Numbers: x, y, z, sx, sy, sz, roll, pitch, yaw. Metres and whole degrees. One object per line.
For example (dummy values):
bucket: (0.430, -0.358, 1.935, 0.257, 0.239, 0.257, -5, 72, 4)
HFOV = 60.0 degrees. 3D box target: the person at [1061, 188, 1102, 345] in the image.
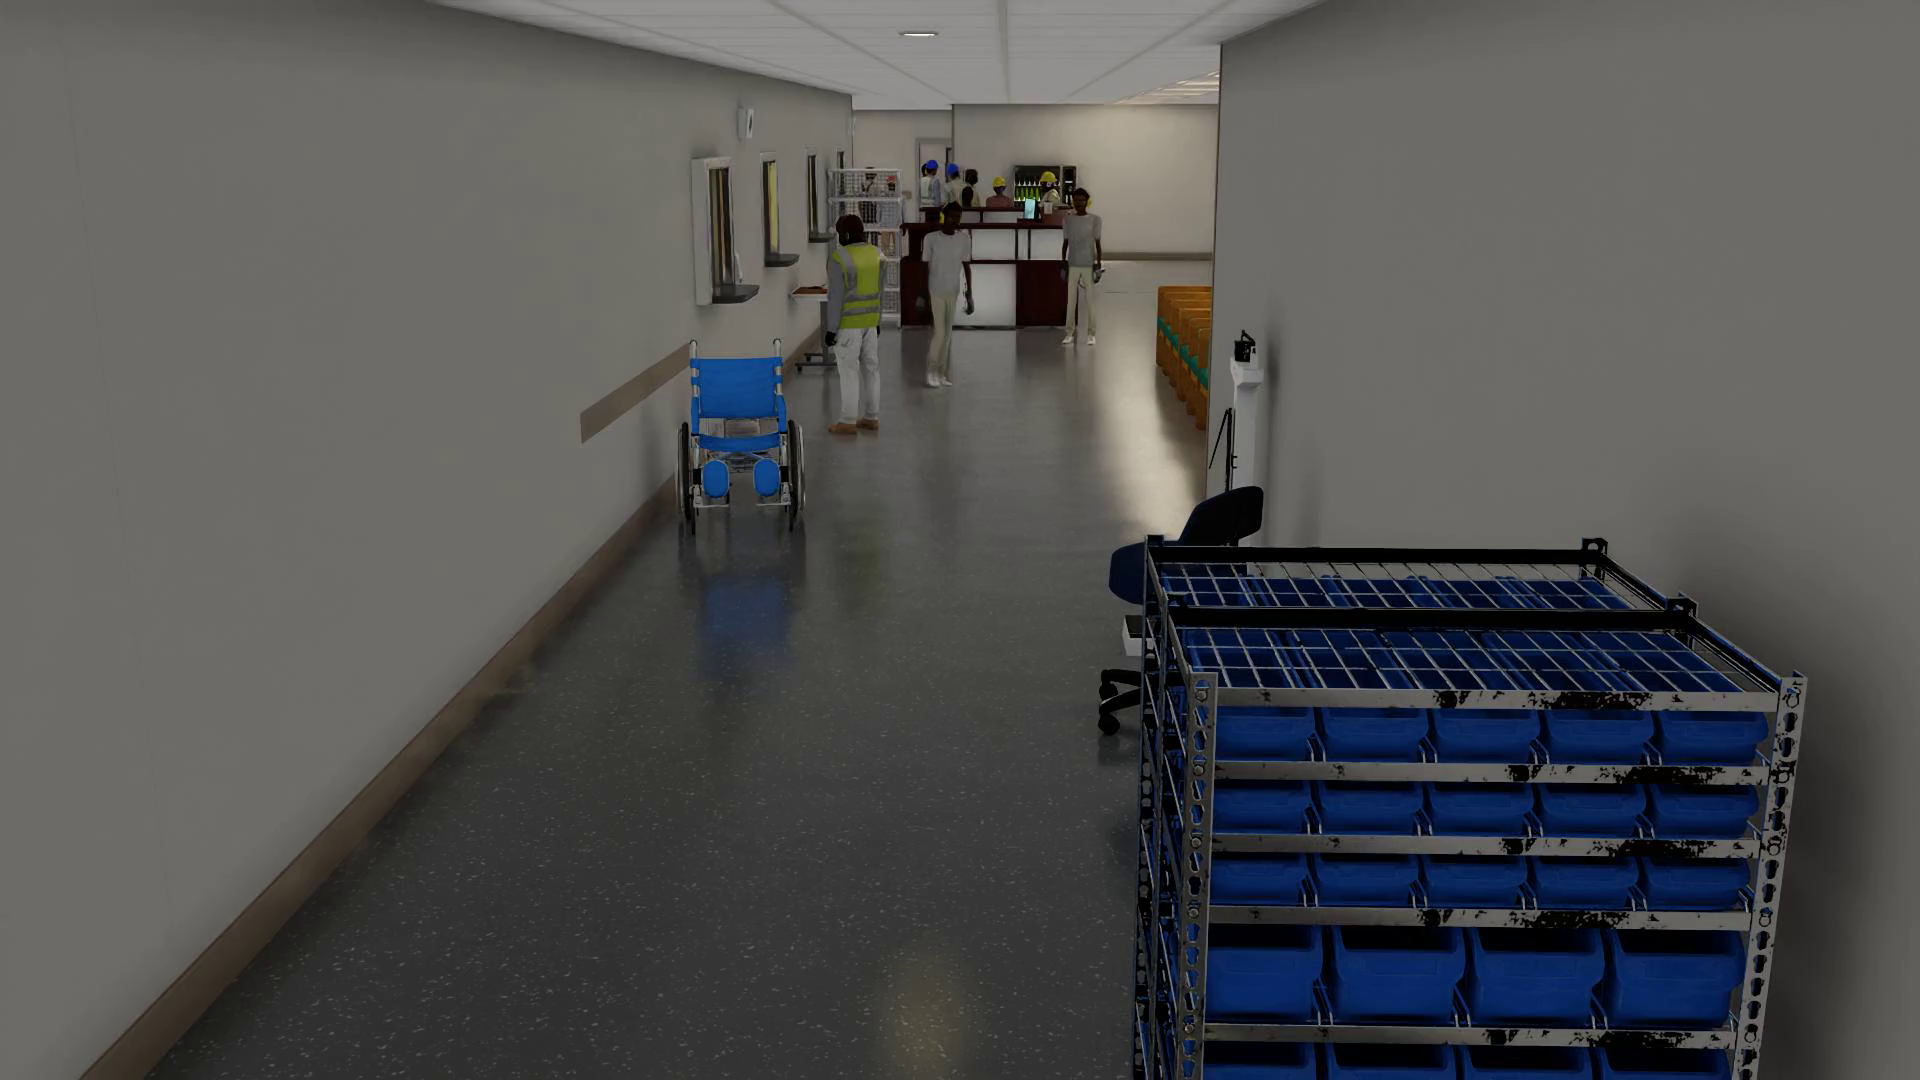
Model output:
person: (1.444, -3.247, 19.799, 0.503, 1.859, 0.329, 4, 15, 18)

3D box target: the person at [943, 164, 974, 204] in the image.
person: (0.006, -6.273, 31.996, 0.678, 1.885, 0.576, -4, 15, -17)

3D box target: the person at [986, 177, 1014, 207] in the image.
person: (0.646, -5.158, 27.732, 0.522, 1.768, 0.311, 5, 15, 19)

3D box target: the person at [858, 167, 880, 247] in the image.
person: (-1.694, -6.140, 31.546, 0.507, 1.846, 0.345, 8, 16, 30)

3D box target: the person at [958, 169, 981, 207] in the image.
person: (0.306, -5.898, 30.613, 0.756, 1.819, 0.654, 0, 14, -2)

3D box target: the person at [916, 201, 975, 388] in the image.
person: (-0.147, -2.420, 16.471, 0.519, 1.838, 0.553, -7, 15, -25)

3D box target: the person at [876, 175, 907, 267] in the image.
person: (-1.214, -5.601, 29.582, 0.557, 1.744, 0.358, -1, 14, -3)

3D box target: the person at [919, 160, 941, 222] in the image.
person: (-0.581, -6.569, 33.077, 0.402, 1.949, 0.605, -10, 17, -36)

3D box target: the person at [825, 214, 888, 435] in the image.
person: (-0.900, -1.806, 13.984, 0.429, 1.839, 0.623, 12, 18, 40)

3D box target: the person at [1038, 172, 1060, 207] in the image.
person: (1.495, -5.336, 28.314, 0.404, 1.832, 0.596, -1, 14, -3)
